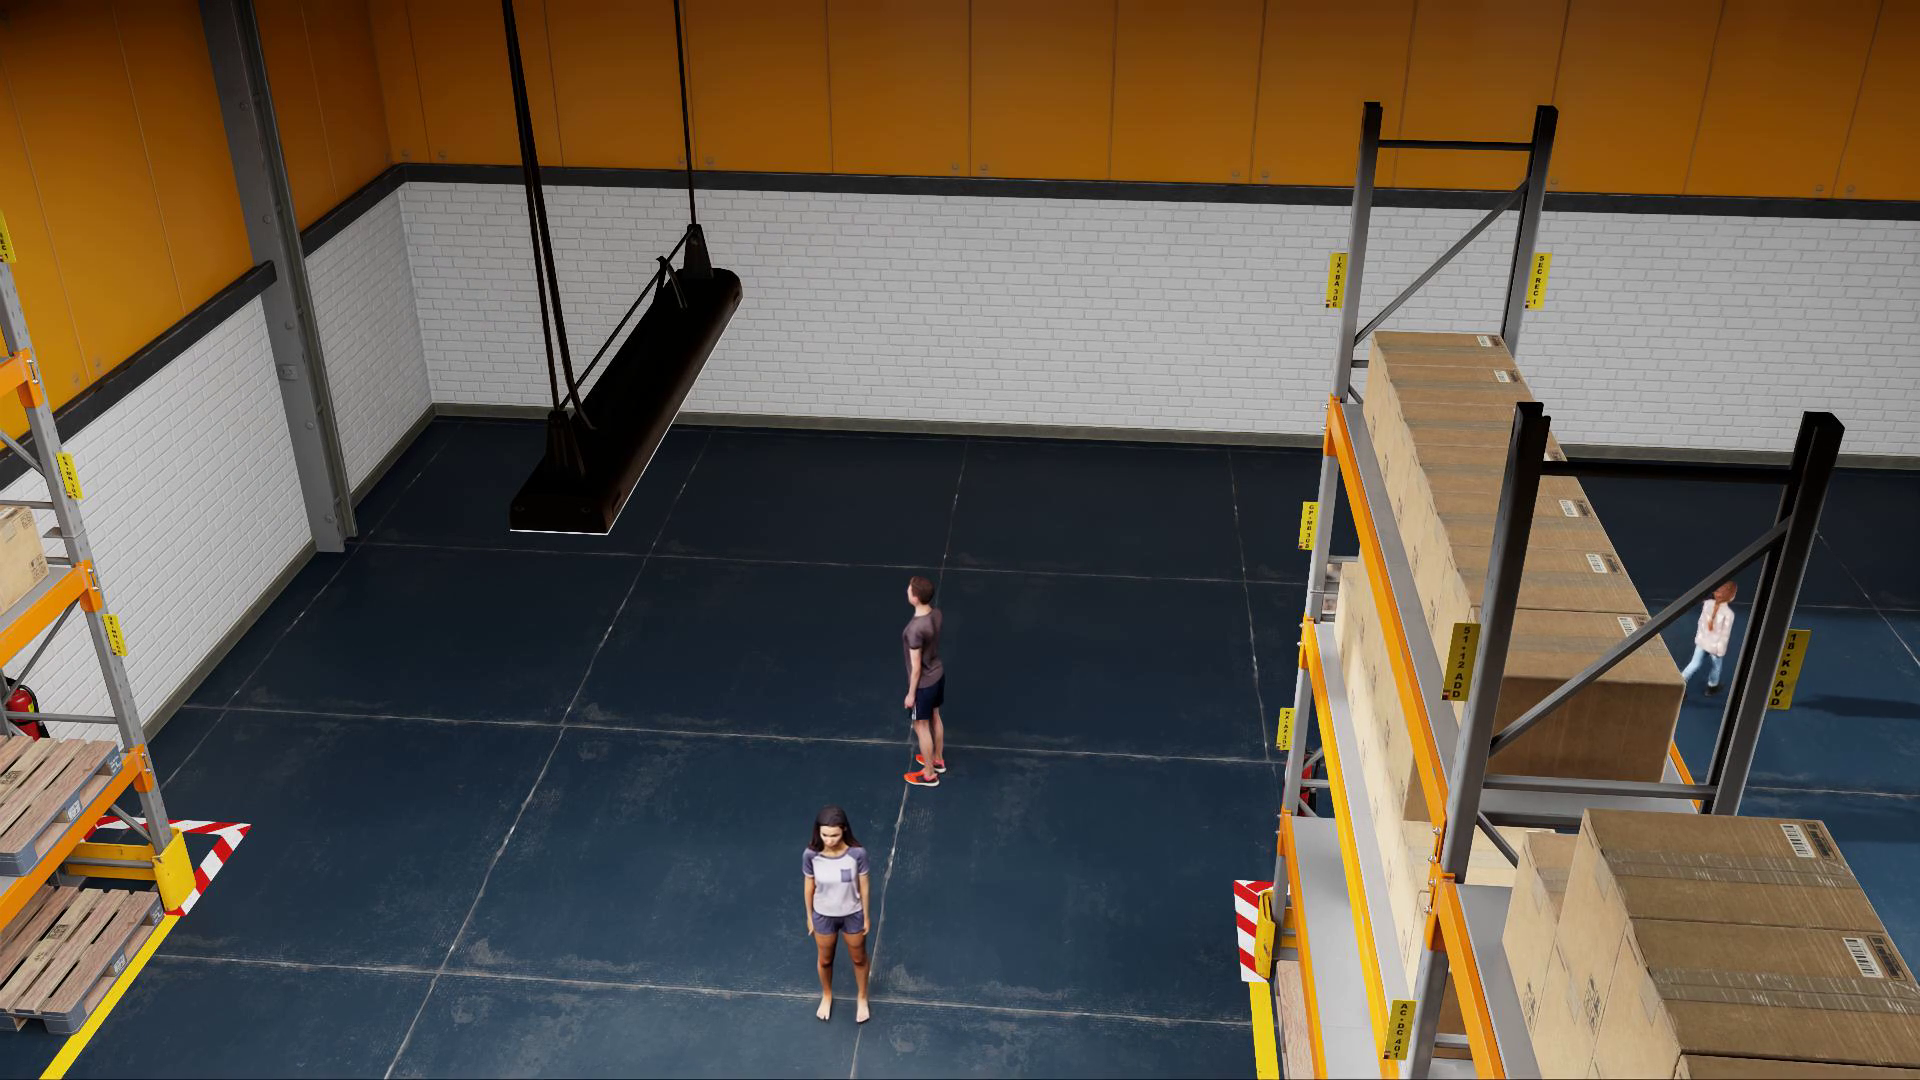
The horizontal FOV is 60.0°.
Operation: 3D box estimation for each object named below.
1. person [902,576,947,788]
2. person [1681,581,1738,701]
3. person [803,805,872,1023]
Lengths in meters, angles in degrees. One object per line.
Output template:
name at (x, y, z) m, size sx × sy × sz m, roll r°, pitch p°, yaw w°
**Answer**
person at (-0.276, 1.115, 13.173) m, size 0.774 × 1.851 × 0.592 m, roll 11°, pitch 31°, yaw 20°
person at (6.423, 0.882, 14.301) m, size 0.812 × 1.177 × 0.829 m, roll -15°, pitch 32°, yaw -25°
person at (-0.790, 2.438, 10.871) m, size 0.598 × 1.731 × 0.528 m, roll 0°, pitch 29°, yaw 0°
